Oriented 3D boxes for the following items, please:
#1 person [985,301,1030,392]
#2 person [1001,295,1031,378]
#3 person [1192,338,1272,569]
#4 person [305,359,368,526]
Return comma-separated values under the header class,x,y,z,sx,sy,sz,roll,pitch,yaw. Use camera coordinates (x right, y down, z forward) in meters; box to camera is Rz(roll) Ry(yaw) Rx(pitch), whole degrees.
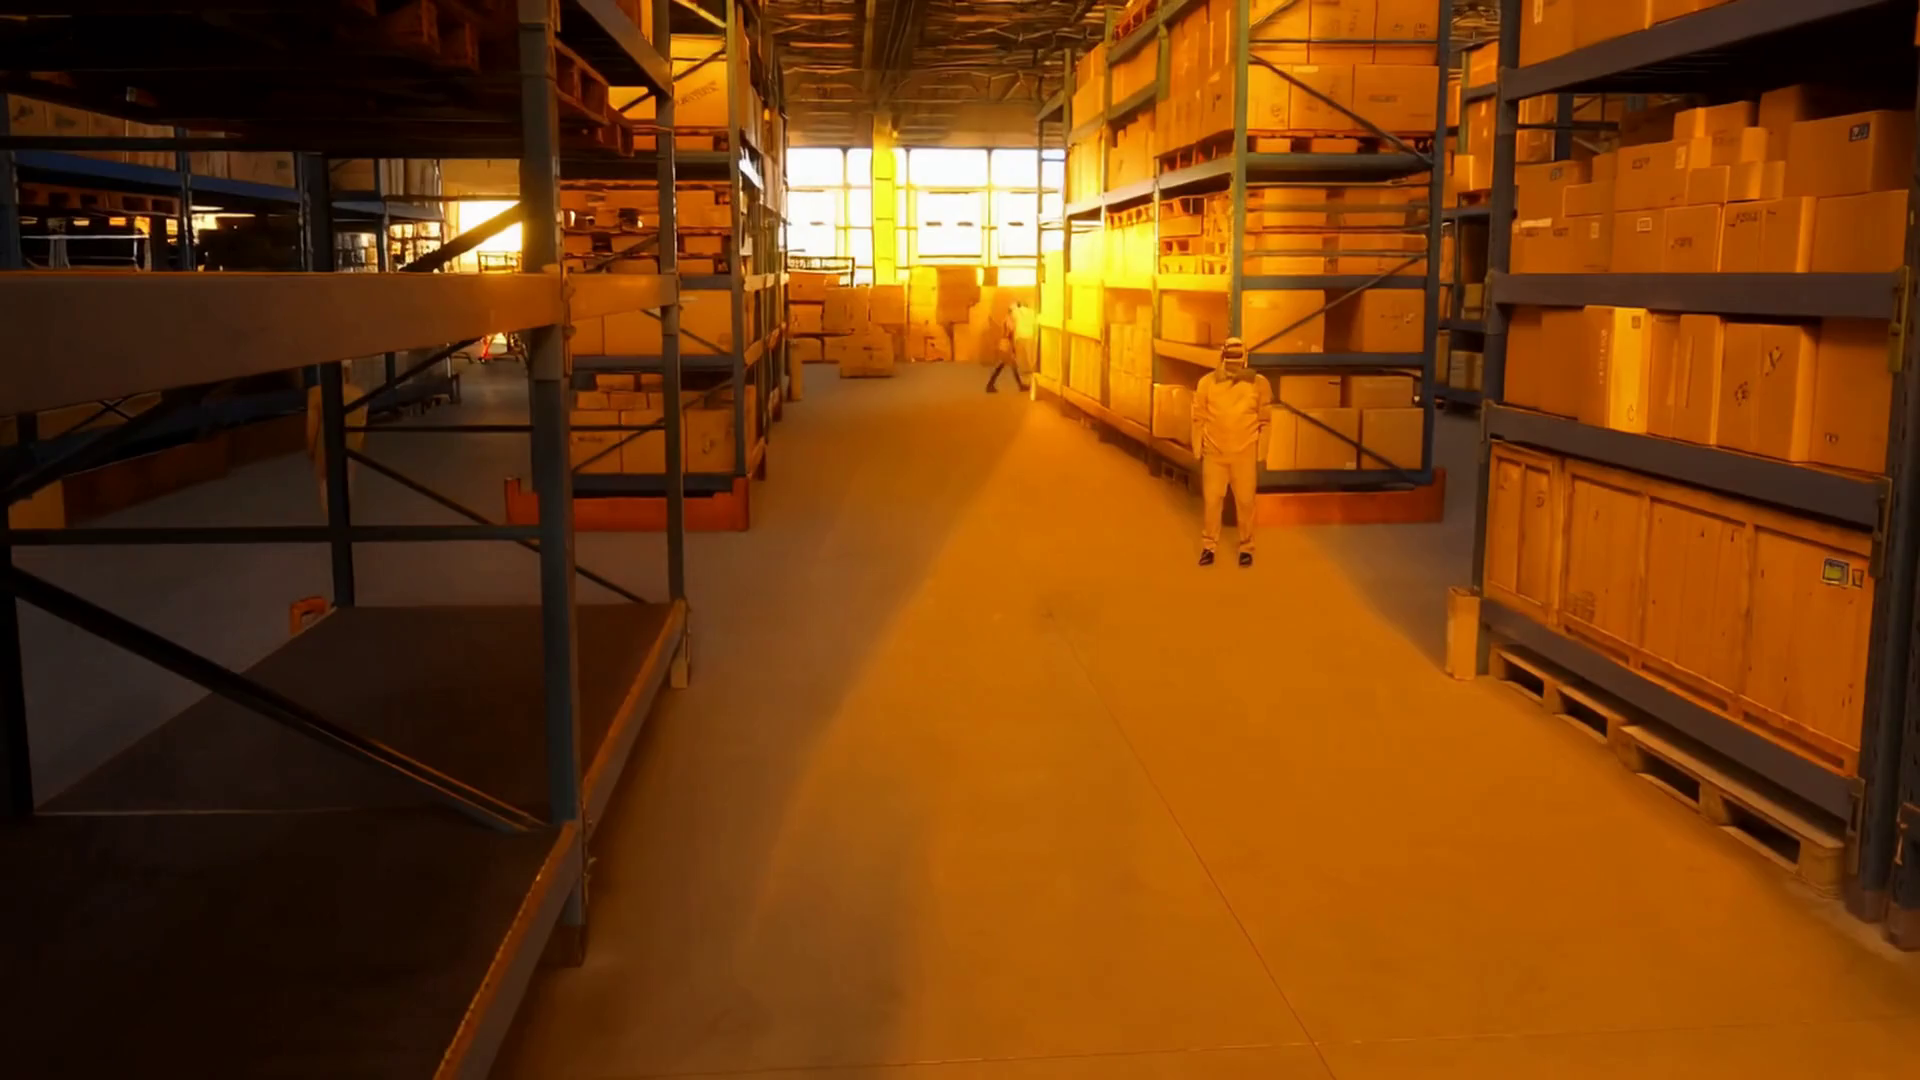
class,x,y,z,sx,sy,sz,roll,pitch,yaw
person,0.957,-3.949,34.095,0.940,1.886,0.610,1,9,7
person,1.323,-4.789,39.148,1.039,1.933,0.646,-8,12,-41
person,2.222,-0.710,13.679,0.645,1.898,0.396,3,10,21
person,-5.670,-0.853,15.115,0.536,1.781,0.558,-1,9,-7
